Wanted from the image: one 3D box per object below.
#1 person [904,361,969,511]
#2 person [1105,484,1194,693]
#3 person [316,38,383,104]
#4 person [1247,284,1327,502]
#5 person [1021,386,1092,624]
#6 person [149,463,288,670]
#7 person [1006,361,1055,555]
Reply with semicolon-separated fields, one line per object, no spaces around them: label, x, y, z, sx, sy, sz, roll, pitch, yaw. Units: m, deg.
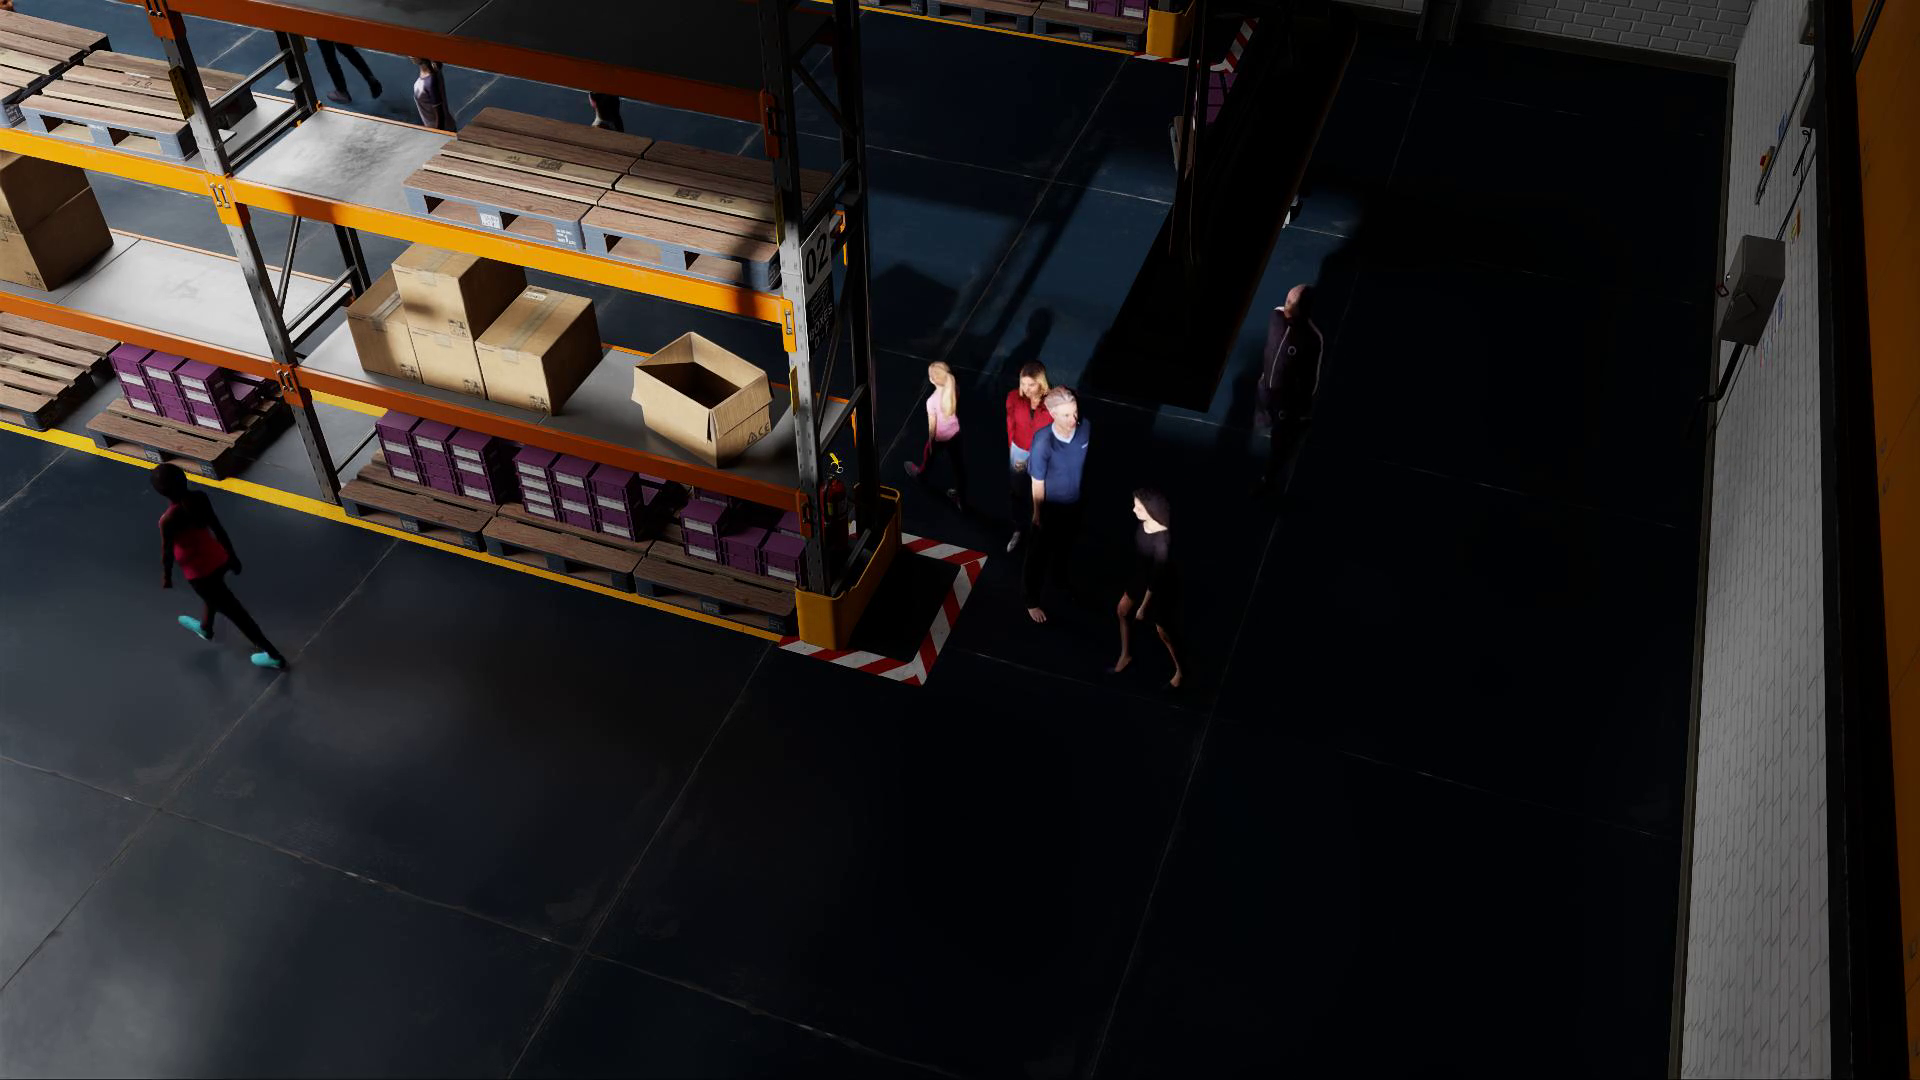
person;-0.067;-0.737;12.054;0.761;1.248;0.919;-30;51;-28
person;1.312;0.322;10.566;0.927;1.767;0.837;-5;44;-5
person;-6.087;-5.081;16.179;0.995;1.847;0.811;24;49;24
person;2.420;-1.115;12.040;1.047;1.814;1.060;-28;50;-26
person;0.646;-0.265;11.107;0.743;1.871;0.750;-27;50;-25
person;-4.764;0.234;10.724;1.074;1.676;0.604;11;45;11
person;0.565;-0.652;11.706;0.812;1.605;0.755;6;44;6
